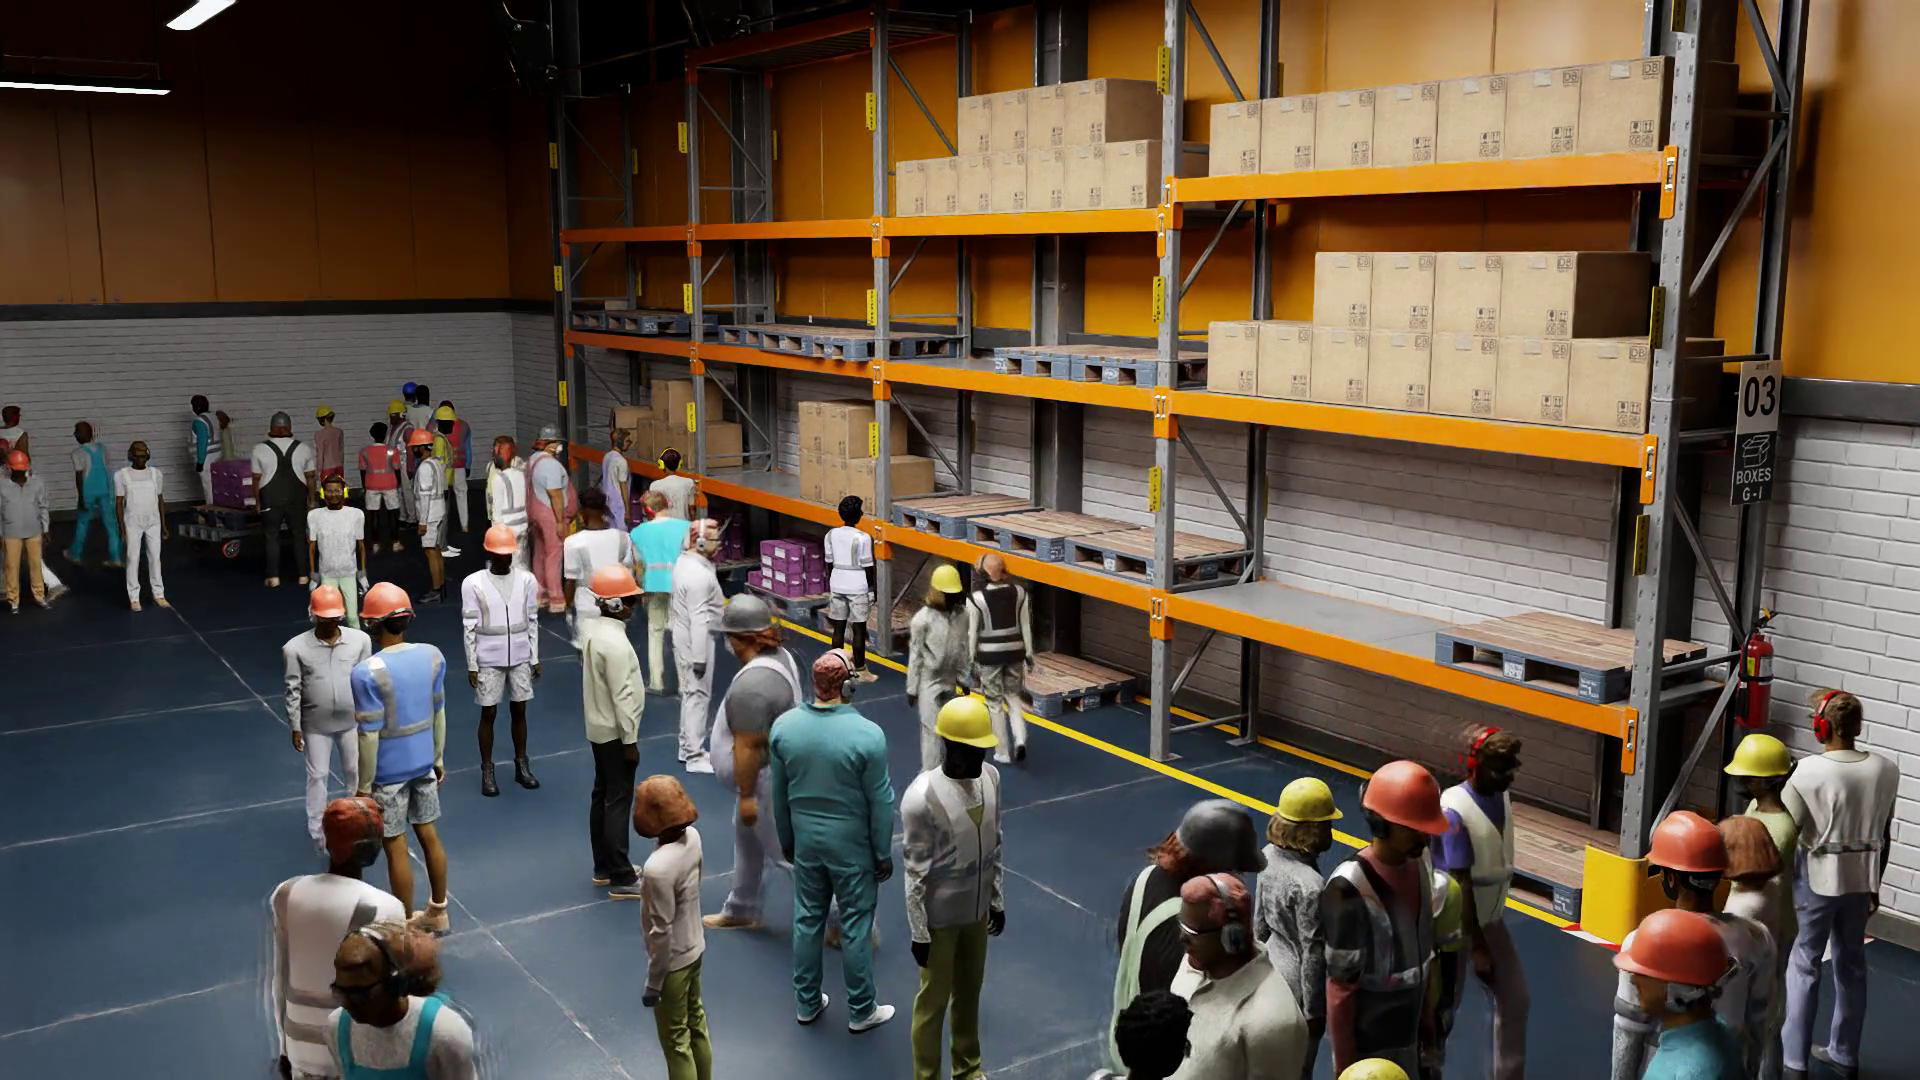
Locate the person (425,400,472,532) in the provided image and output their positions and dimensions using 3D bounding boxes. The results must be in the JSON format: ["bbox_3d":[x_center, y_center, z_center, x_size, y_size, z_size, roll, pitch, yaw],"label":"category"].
[{"bbox_3d":[-7.064,-1.012,22.990,0.631,1.837,0.432,-5,11,-29],"label":"person"}]

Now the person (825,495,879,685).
[{"bbox_3d":[-0.967,0.444,14.820,0.535,1.697,0.318,7,12,36],"label":"person"}]

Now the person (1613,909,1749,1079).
[{"bbox_3d":[2.084,2.023,4.835,1.031,1.944,0.626,4,11,23],"label":"person"}]

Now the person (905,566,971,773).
[{"bbox_3d":[-0.152,1.001,11.578,0.489,1.705,0.584,-9,13,-41],"label":"person"}]

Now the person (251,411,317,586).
[{"bbox_3d":[-7.841,-0.491,19.299,0.698,2.000,0.536,-6,11,-31],"label":"person"}]

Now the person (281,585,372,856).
[{"bbox_3d":[-3.993,1.138,10.605,0.566,1.744,0.350,-6,12,-33],"label":"person"}]

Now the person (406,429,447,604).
[{"bbox_3d":[-5.864,-0.262,18.298,0.376,1.931,0.541,-1,10,-6],"label":"person"}]

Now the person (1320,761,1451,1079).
[{"bbox_3d":[1.552,1.776,6.045,0.410,2.030,0.611,9,14,44],"label":"person"}]

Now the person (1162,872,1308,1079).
[{"bbox_3d":[0.820,1.971,5.294,0.400,1.895,0.652,-3,10,-18],"label":"person"}]

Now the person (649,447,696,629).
[{"bbox_3d":[-2.945,-0.018,17.022,0.517,1.873,0.328,-6,12,-33],"label":"person"}]

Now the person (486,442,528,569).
[{"bbox_3d":[-4.750,-0.096,17.476,0.421,1.867,0.602,3,10,16],"label":"person"}]

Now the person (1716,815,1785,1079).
[{"bbox_3d":[3.161,1.893,6.568,0.590,1.613,0.503,7,12,35],"label":"person"}]

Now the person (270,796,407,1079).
[{"bbox_3d":[-2.234,1.856,6.102,0.585,1.859,0.659,3,10,16],"label":"person"}]

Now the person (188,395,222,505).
[{"bbox_3d":[-10.802,-1.157,23.805,0.430,1.841,0.624,-1,10,-6],"label":"person"}]

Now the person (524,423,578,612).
[{"bbox_3d":[-4.382,-0.255,17.917,0.536,2.000,0.684,-7,12,-37],"label":"person"}]

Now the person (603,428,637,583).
[{"bbox_3d":[-3.958,-0.388,19.311,0.355,1.836,0.514,-7,12,-35],"label":"person"}]

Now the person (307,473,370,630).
[{"bbox_3d":[-5.593,0.330,14.971,0.514,1.876,0.328,-3,10,-19],"label":"person"}]

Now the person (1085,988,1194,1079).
[{"bbox_3d":[0.517,2.139,4.905,0.350,1.686,0.536,-6,11,-30],"label":"person"}]

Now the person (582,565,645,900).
[{"bbox_3d":[-2.042,1.132,9.903,0.378,1.996,0.611,-5,11,-28],"label":"person"}]

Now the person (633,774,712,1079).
[{"bbox_3d":[-1.229,1.792,7.093,0.267,1.631,0.507,2,10,9],"label":"person"}]

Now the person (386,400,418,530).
[{"bbox_3d":[-7.806,-1.055,23.255,0.403,1.825,0.596,-8,13,-40],"label":"person"}]

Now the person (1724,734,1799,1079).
[{"bbox_3d":[3.467,1.701,7.264,0.340,1.761,0.527,3,10,17],"label":"person"}]

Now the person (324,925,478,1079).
[{"bbox_3d":[-1.706,2.011,5.380,0.527,1.795,0.707,2,10,11],"label":"person"}]

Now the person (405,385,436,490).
[{"bbox_3d":[-7.925,-1.330,24.580,0.596,1.918,0.381,4,10,20],"label":"person"}]

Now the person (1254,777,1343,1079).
[{"bbox_3d":[1.359,1.801,6.722,0.322,1.742,0.493,-2,10,-14],"label":"person"}]

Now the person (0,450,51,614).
[{"bbox_3d":[-10.050,-0.095,17.834,0.332,1.746,0.559,9,13,44],"label":"person"}]

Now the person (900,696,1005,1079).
[{"bbox_3d":[-0.001,1.613,7.310,0.397,1.919,0.587,8,13,41],"label":"person"}]

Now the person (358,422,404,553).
[{"bbox_3d":[-7.425,-0.671,21.362,0.540,1.695,0.317,-1,10,-6],"label":"person"}]

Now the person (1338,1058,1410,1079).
[{"bbox_3d":[1.053,2.200,4.406,0.320,1.738,0.484,-2,10,-11],"label":"person"}]

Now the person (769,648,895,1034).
[{"bbox_3d":[-0.601,1.471,8.176,0.646,1.908,0.408,4,11,23],"label":"person"}]

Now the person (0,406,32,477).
[{"bbox_3d":[-12.582,-0.859,22.076,0.562,1.836,0.392,3,10,18],"label":"person"}]

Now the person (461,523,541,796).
[{"bbox_3d":[-3.234,0.838,11.801,0.544,1.938,0.356,-6,11,-33],"label":"person"}]

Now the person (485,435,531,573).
[{"bbox_3d":[-5.031,-0.253,18.518,0.627,1.835,0.428,5,11,26],"label":"person"}]

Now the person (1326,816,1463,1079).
[{"bbox_3d":[1.728,1.835,6.682,0.537,1.691,0.318,3,10,19],"label":"person"}]

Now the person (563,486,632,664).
[{"bbox_3d":[-2.914,0.535,13.562,0.608,1.948,0.698,-8,12,-38],"label":"person"}]

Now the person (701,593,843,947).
[{"bbox_3d":[-0.970,1.240,9.137,0.965,2.000,0.685,1,10,7],"label":"person"}]

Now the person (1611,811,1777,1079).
[{"bbox_3d":[2.476,1.878,5.732,0.543,1.929,0.386,-1,10,-7],"label":"person"}]

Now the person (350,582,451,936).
[{"bbox_3d":[-3.094,1.240,9.135,0.391,2.040,0.615,5,11,28],"label":"person"}]

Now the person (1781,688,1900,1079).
[{"bbox_3d":[3.999,1.599,7.634,0.562,1.838,0.389,-2,10,-9],"label":"person"}]

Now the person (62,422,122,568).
[{"bbox_3d":[-10.674,-0.555,20.412,0.953,1.787,0.496,6,11,31],"label":"person"}]

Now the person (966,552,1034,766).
[{"bbox_3d":[0.290,0.890,12.397,0.535,1.617,0.361,-4,10,-20],"label":"person"}]

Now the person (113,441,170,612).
[{"bbox_3d":[-8.801,-0.155,17.915,0.506,1.842,0.346,-9,13,-43],"label":"person"}]

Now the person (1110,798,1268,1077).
[{"bbox_3d":[0.709,1.804,5.829,0.870,2.000,0.766,-3,10,-15],"label":"person"}]

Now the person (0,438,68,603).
[{"bbox_3d":[-10.320,-0.213,18.237,0.882,1.852,0.579,-3,10,-15],"label":"person"}]

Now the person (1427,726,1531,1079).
[{"bbox_3d":[2.299,1.694,7.170,0.556,1.806,0.764,-9,13,-43],"label":"person"}]

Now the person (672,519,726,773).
[{"bbox_3d":[-1.910,0.778,12.287,0.398,1.897,0.670,-3,10,-18],"label":"person"}]

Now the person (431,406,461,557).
[{"bbox_3d":[-6.549,-0.745,21.159,0.397,1.919,0.591,-3,10,-15],"label":"person"}]

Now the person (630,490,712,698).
[{"bbox_3d":[-2.476,0.478,14.324,0.731,1.804,0.400,2,10,12],"label":"person"}]

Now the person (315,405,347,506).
[{"bbox_3d":[-8.720,-0.984,23.005,0.312,1.768,0.524,3,10,19],"label":"person"}]
